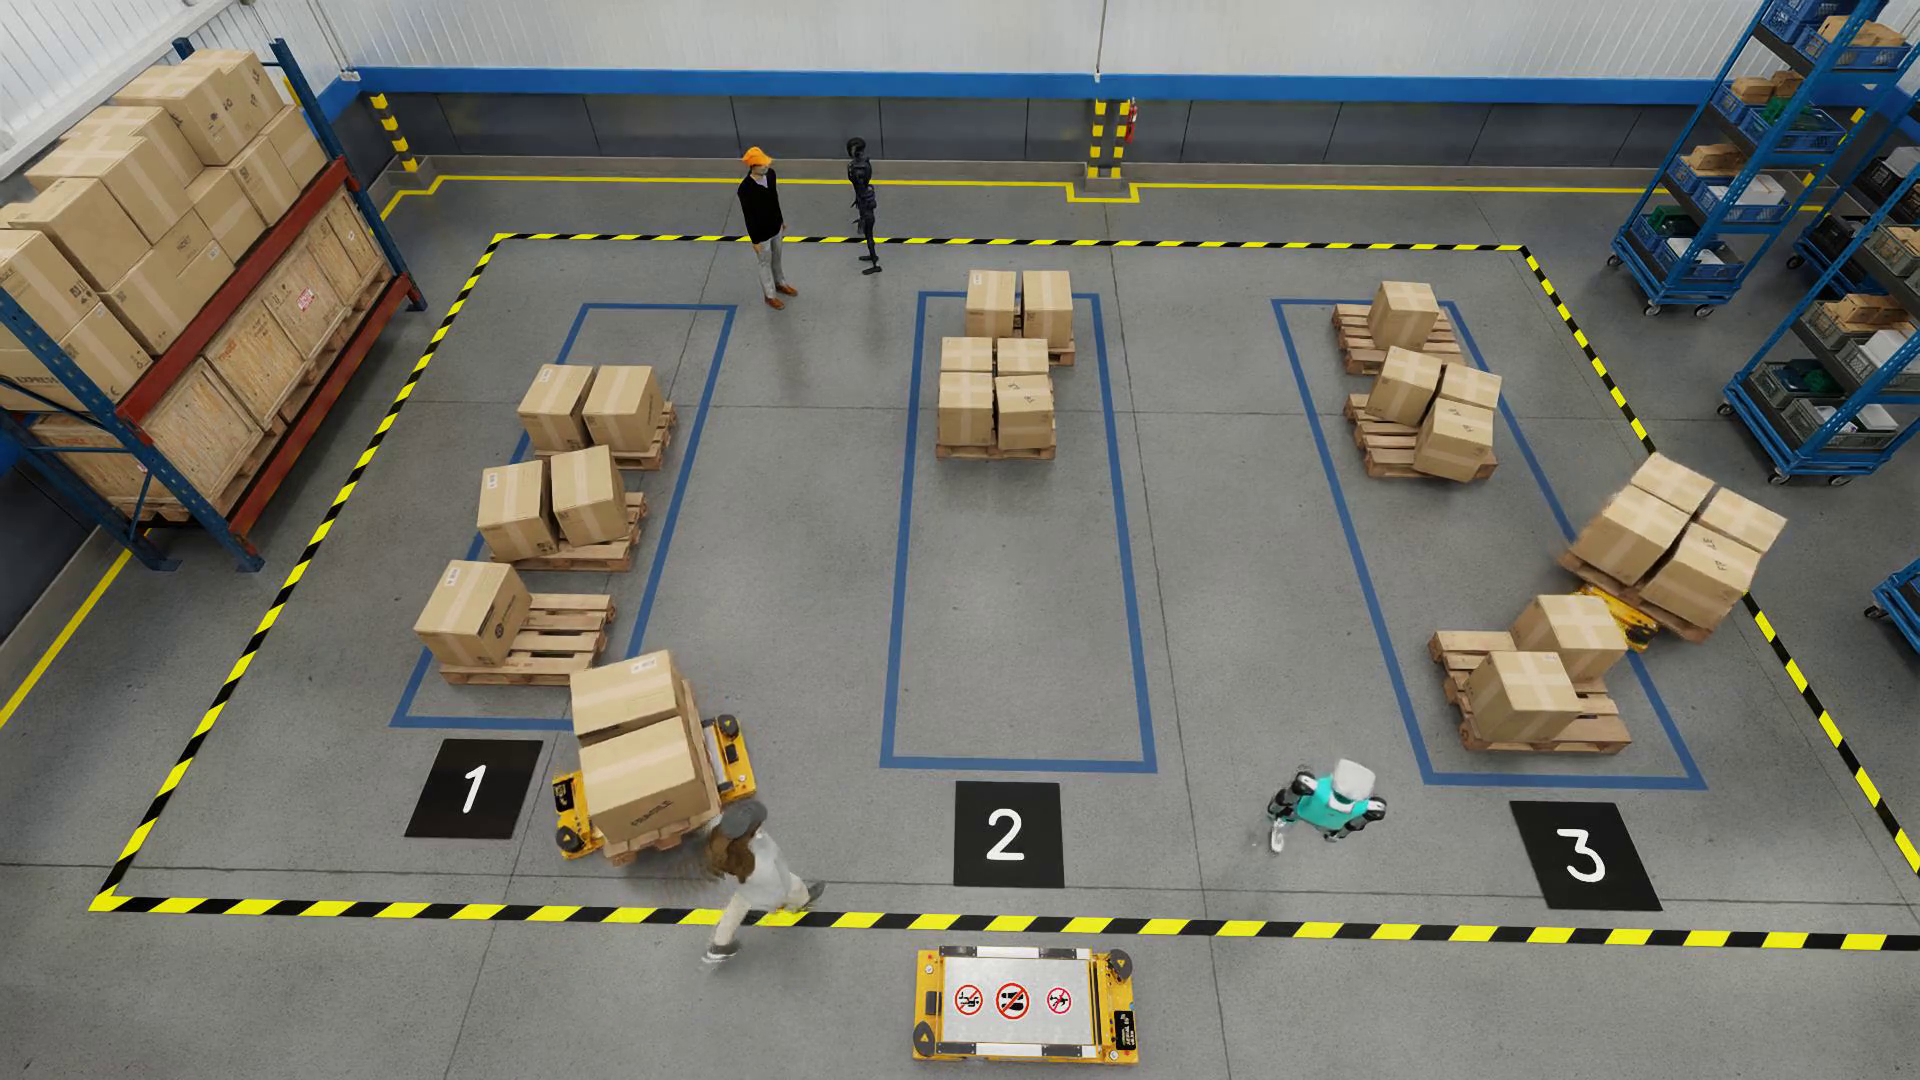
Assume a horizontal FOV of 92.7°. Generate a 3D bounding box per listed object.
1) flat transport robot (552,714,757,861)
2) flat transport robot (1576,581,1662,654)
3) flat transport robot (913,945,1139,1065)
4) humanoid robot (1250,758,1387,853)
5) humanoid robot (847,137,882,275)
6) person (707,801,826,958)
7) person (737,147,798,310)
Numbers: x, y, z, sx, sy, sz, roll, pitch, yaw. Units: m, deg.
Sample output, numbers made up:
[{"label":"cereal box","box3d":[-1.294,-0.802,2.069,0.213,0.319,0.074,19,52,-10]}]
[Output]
[{"label":"flat transport robot","box3d":[-2.332,1.844,6.964,1.431,0.197,0.652,-18,53,-14]},{"label":"flat transport robot","box3d":[6.077,0.352,8.181,1.431,0.197,0.652,-37,60,-26]},{"label":"flat transport robot","box3d":[0.422,3.041,6.007,1.431,0.231,0.659,1,51,1]},{"label":"humanoid robot","box3d":[2.356,1.741,6.147,0.556,1.819,0.795,17,53,13]},{"label":"humanoid robot","box3d":[-1.135,-3.919,10.760,0.315,1.659,0.599,-6,51,-5]},{"label":"person","box3d":[-1.336,2.153,5.788,0.567,1.736,0.819,34,58,24]},{"label":"person","box3d":[-2.161,-3.493,10.291,0.364,1.883,0.590,21,54,16]}]
